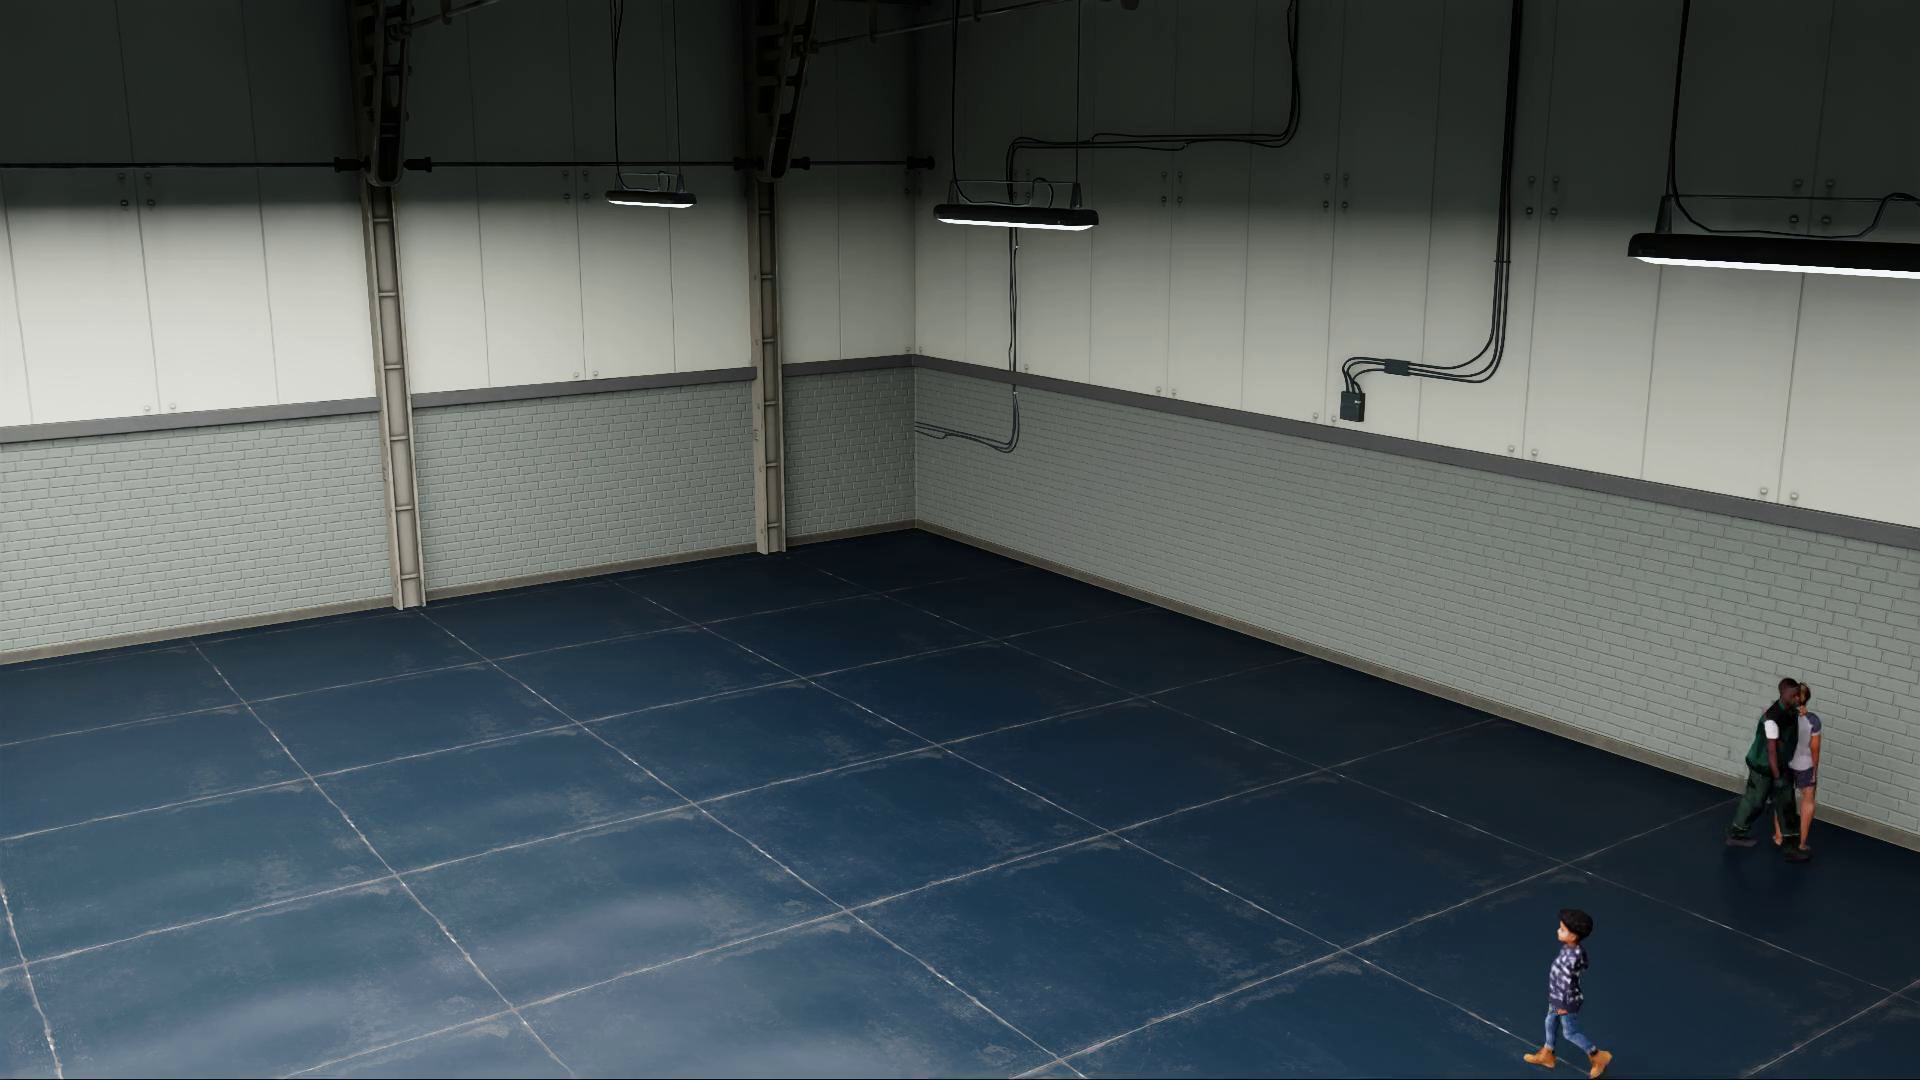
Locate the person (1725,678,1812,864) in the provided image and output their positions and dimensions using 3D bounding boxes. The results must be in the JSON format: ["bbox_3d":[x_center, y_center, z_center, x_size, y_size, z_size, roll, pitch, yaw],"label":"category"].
[{"bbox_3d":[7.466,2.105,15.456,0.813,1.774,0.992,12,18,42],"label":"person"}]

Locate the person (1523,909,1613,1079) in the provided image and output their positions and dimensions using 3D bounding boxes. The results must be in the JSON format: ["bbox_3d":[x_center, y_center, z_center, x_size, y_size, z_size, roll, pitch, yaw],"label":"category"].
[{"bbox_3d":[4.360,3.226,11.805,0.825,1.235,0.816,4,14,18],"label":"person"}]

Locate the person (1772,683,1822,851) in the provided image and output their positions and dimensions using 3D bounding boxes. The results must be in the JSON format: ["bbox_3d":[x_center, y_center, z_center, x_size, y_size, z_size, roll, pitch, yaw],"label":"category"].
[{"bbox_3d":[7.851,2.138,15.666,0.699,1.614,0.671,12,18,42],"label":"person"}]
